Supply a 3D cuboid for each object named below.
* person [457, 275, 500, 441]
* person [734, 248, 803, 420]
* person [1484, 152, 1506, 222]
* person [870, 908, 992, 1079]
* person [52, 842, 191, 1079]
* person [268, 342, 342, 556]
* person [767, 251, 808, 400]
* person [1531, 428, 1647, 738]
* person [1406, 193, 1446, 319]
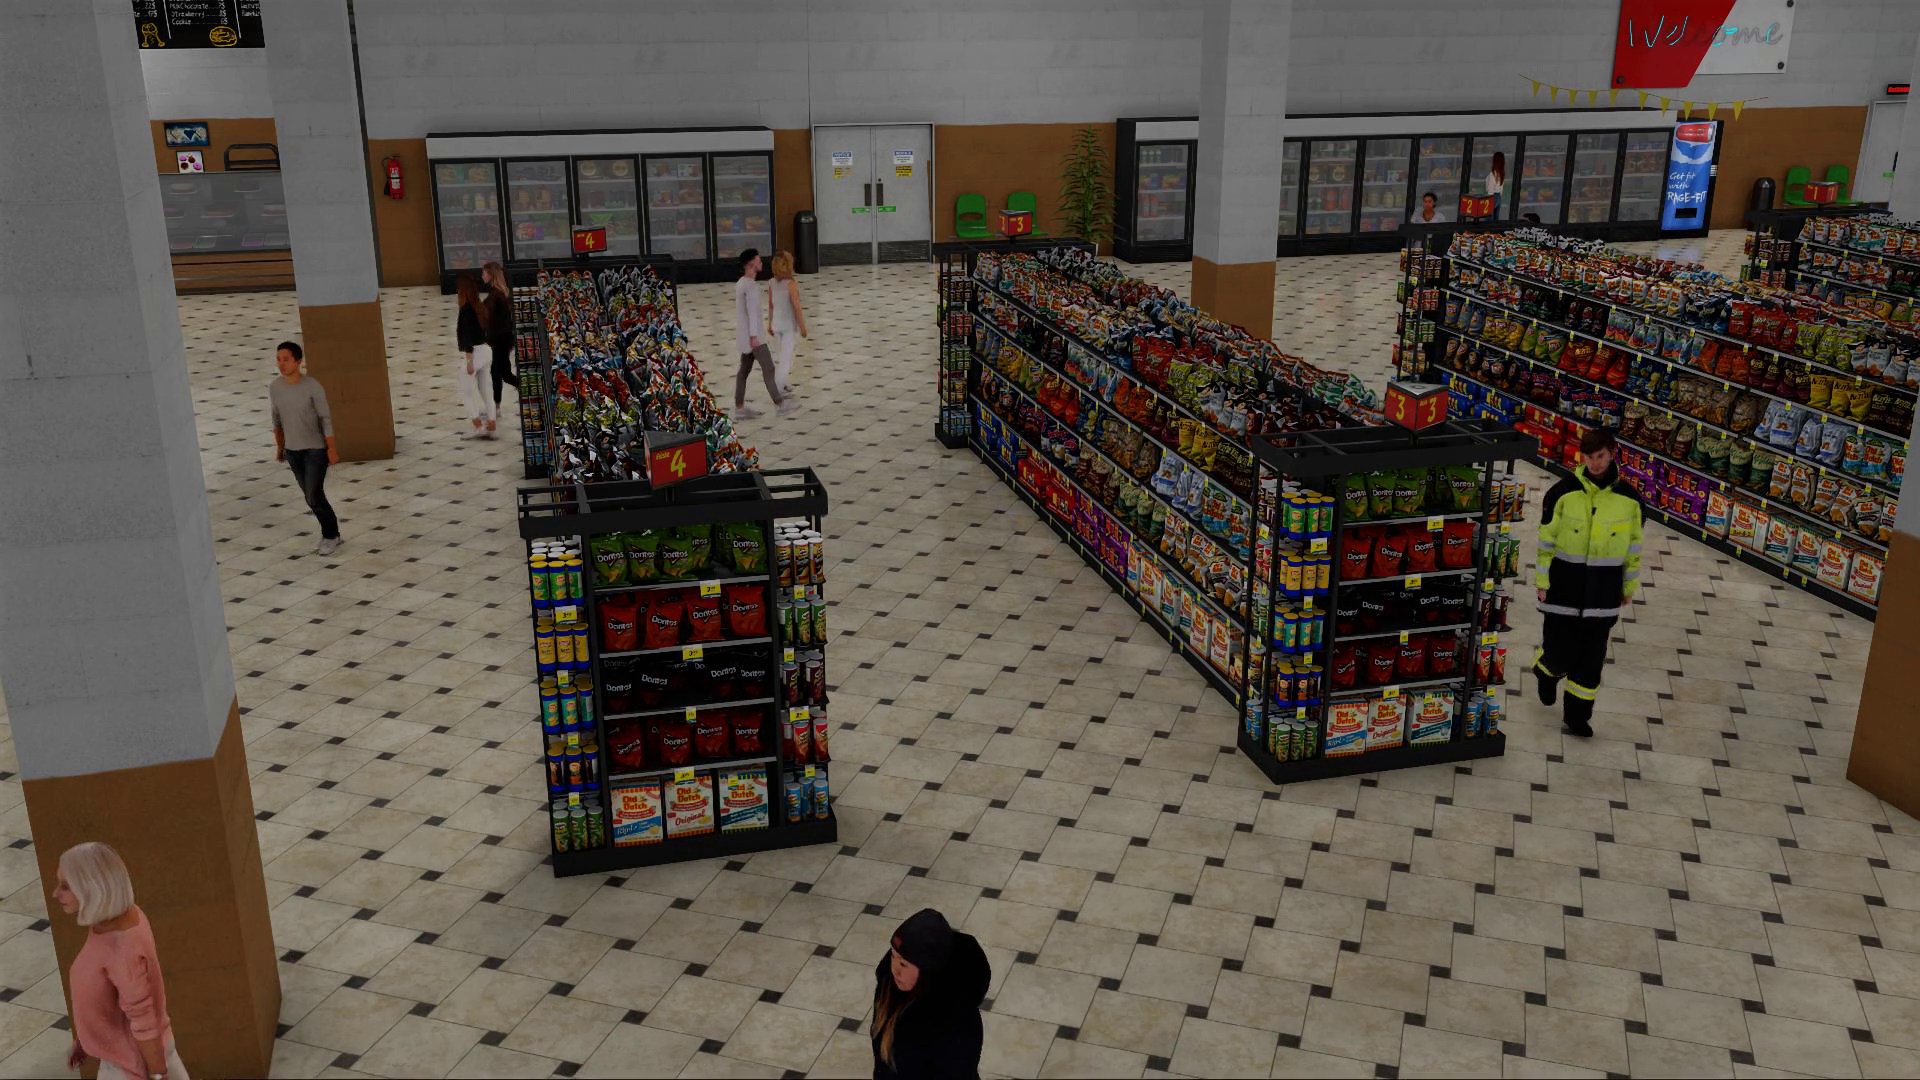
[{"bbox_3d":[-4.821,-1.835,16.871,0.794,1.689,0.711,4,19,11],"label":"person"},{"bbox_3d":[-2.287,-2.167,17.651,0.807,1.819,0.908,-7,20,-20],"label":"person"},{"bbox_3d":[9.145,-5.778,28.502,0.655,1.729,0.655,-17,25,-41],"label":"person"},{"bbox_3d":[-0.036,1.958,5.656,0.793,1.666,0.683,-9,21,-24],"label":"person"},{"bbox_3d":[-2.887,1.837,6.002,0.867,1.675,1.150,-10,21,-28],"label":"person"},{"bbox_3d":[-5.257,-0.747,13.496,0.815,1.783,0.864,6,19,17],"label":"person"},{"bbox_3d":[-2.017,-2.376,18.522,0.755,1.658,0.655,-16,25,-40],"label":"person"},{"bbox_3d":[3.856,0.233,10.317,0.926,1.958,0.986,2,19,5],"label":"person"},{"bbox_3d":[6.490,-3.957,23.147,1.063,1.699,1.168,8,20,22],"label":"person"}]
